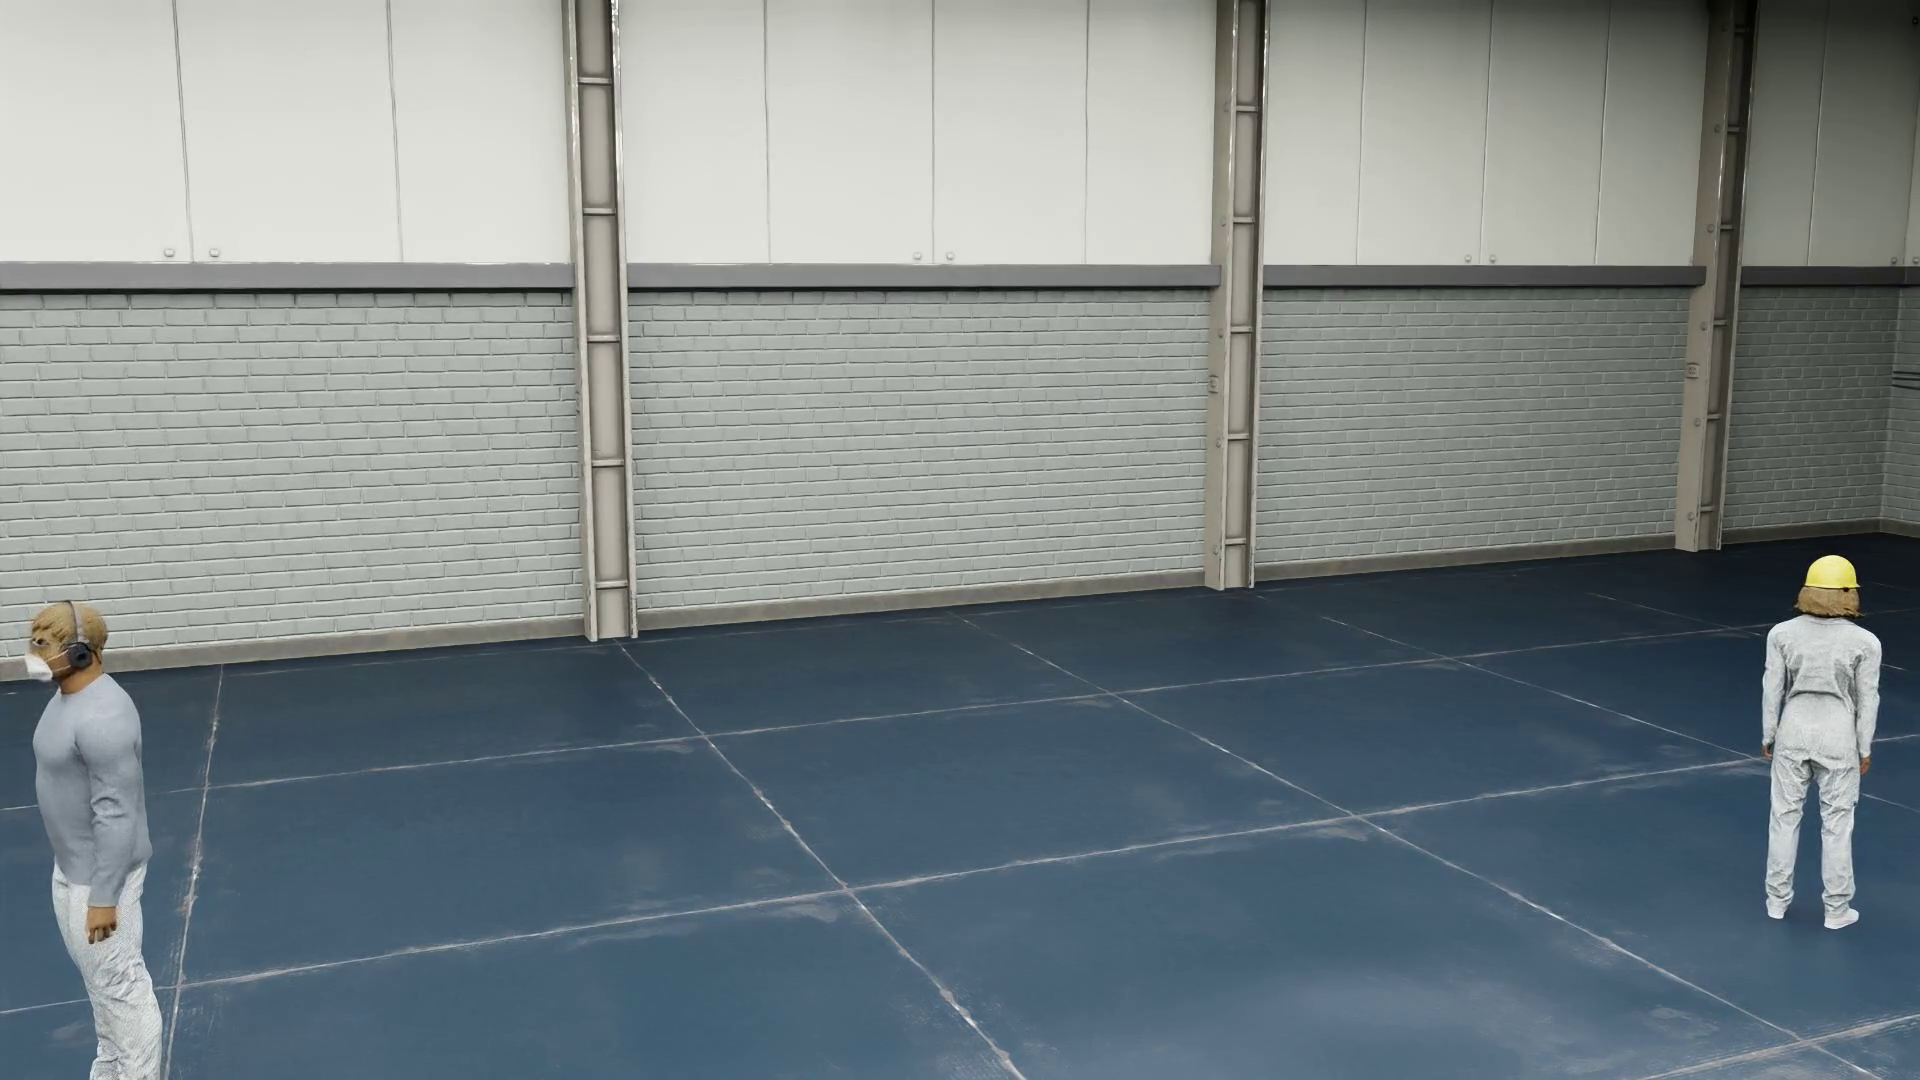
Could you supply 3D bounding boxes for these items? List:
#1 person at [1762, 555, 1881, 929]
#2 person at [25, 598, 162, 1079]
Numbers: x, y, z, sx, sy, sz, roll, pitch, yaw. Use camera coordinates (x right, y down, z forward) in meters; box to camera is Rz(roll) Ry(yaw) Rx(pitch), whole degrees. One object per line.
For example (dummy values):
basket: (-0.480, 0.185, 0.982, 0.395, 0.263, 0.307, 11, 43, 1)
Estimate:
person: (4.013, 0.936, 7.782, 0.486, 1.740, 0.313, 7, 11, 38)
person: (-3.014, 1.156, 5.780, 0.372, 1.940, 0.632, -7, 12, -39)
